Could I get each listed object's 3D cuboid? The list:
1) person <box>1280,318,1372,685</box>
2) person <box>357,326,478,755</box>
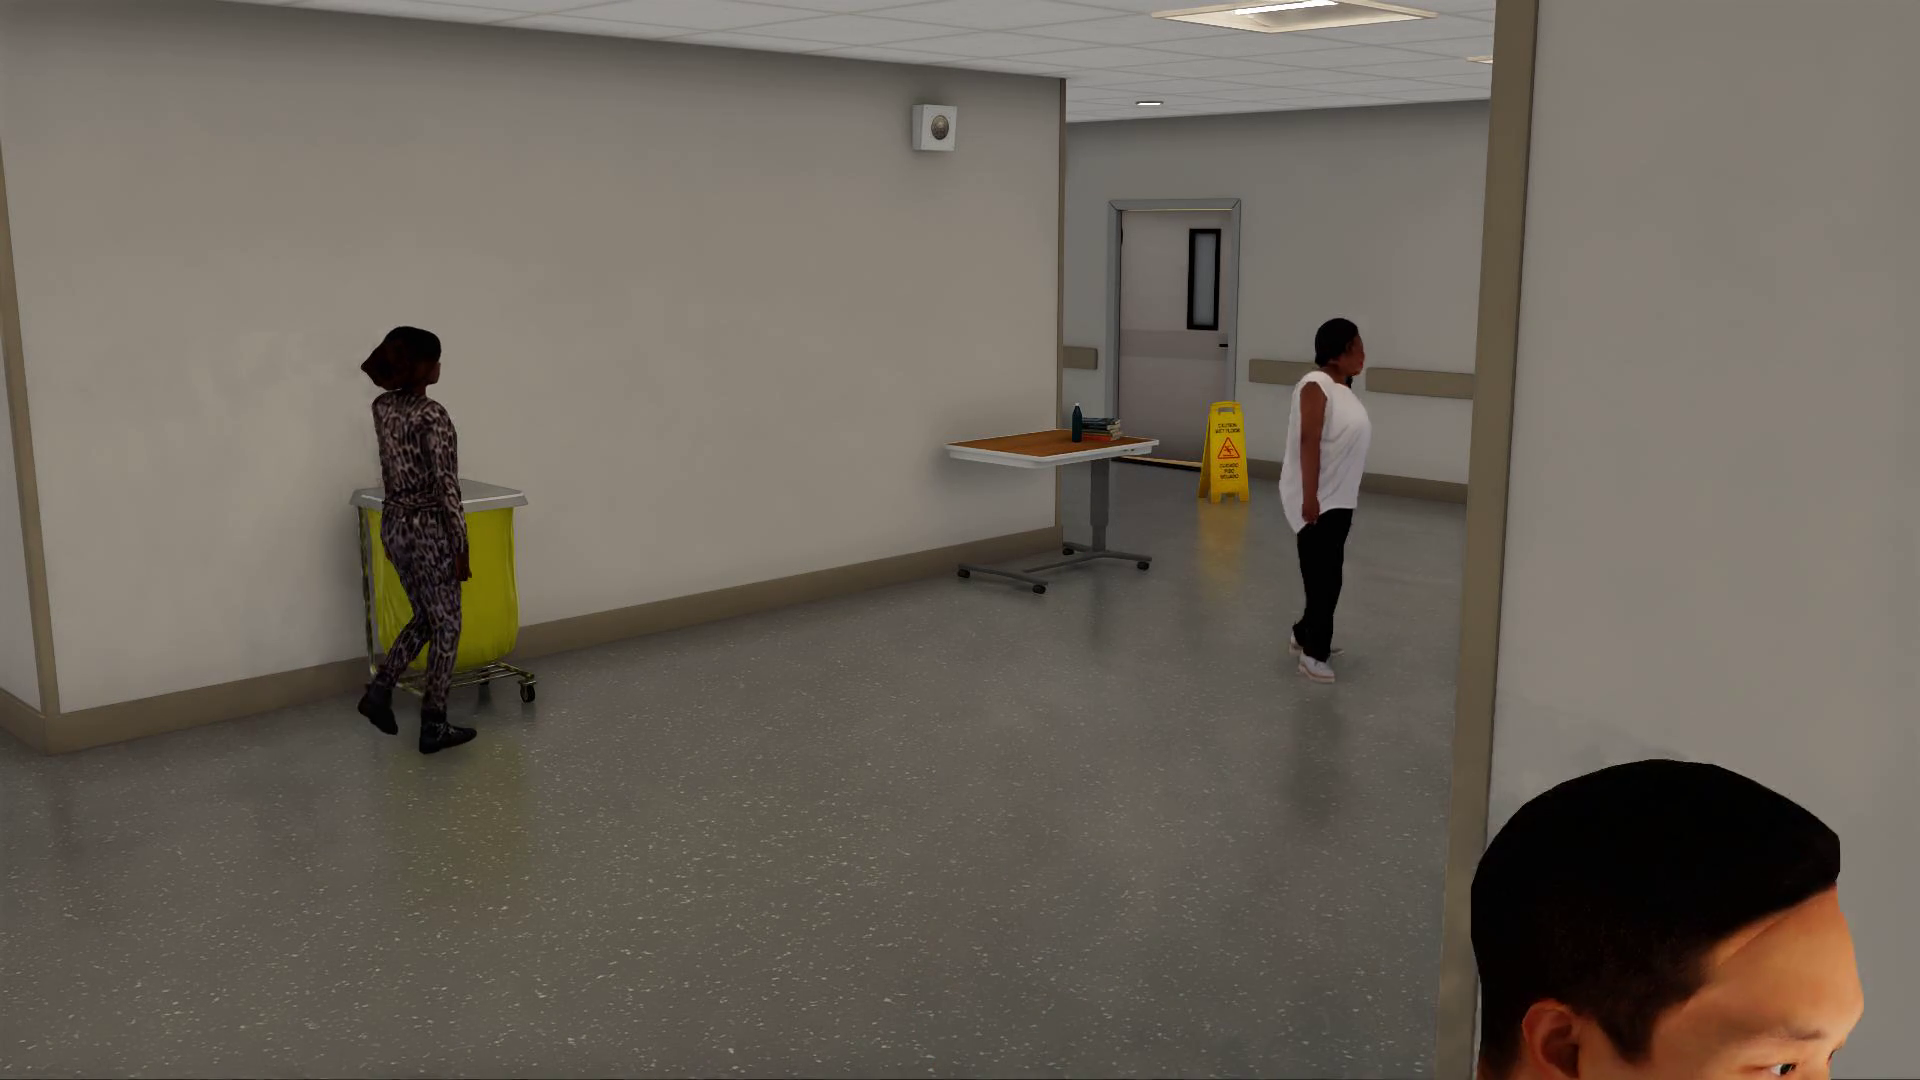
[{"bbox_3d":[1.709,-0.192,7.765,0.794,1.667,0.725,-10,15,-43],"label":"person"},{"bbox_3d":[-2.175,0.029,6.504,0.688,1.704,0.683,8,14,37],"label":"person"}]
